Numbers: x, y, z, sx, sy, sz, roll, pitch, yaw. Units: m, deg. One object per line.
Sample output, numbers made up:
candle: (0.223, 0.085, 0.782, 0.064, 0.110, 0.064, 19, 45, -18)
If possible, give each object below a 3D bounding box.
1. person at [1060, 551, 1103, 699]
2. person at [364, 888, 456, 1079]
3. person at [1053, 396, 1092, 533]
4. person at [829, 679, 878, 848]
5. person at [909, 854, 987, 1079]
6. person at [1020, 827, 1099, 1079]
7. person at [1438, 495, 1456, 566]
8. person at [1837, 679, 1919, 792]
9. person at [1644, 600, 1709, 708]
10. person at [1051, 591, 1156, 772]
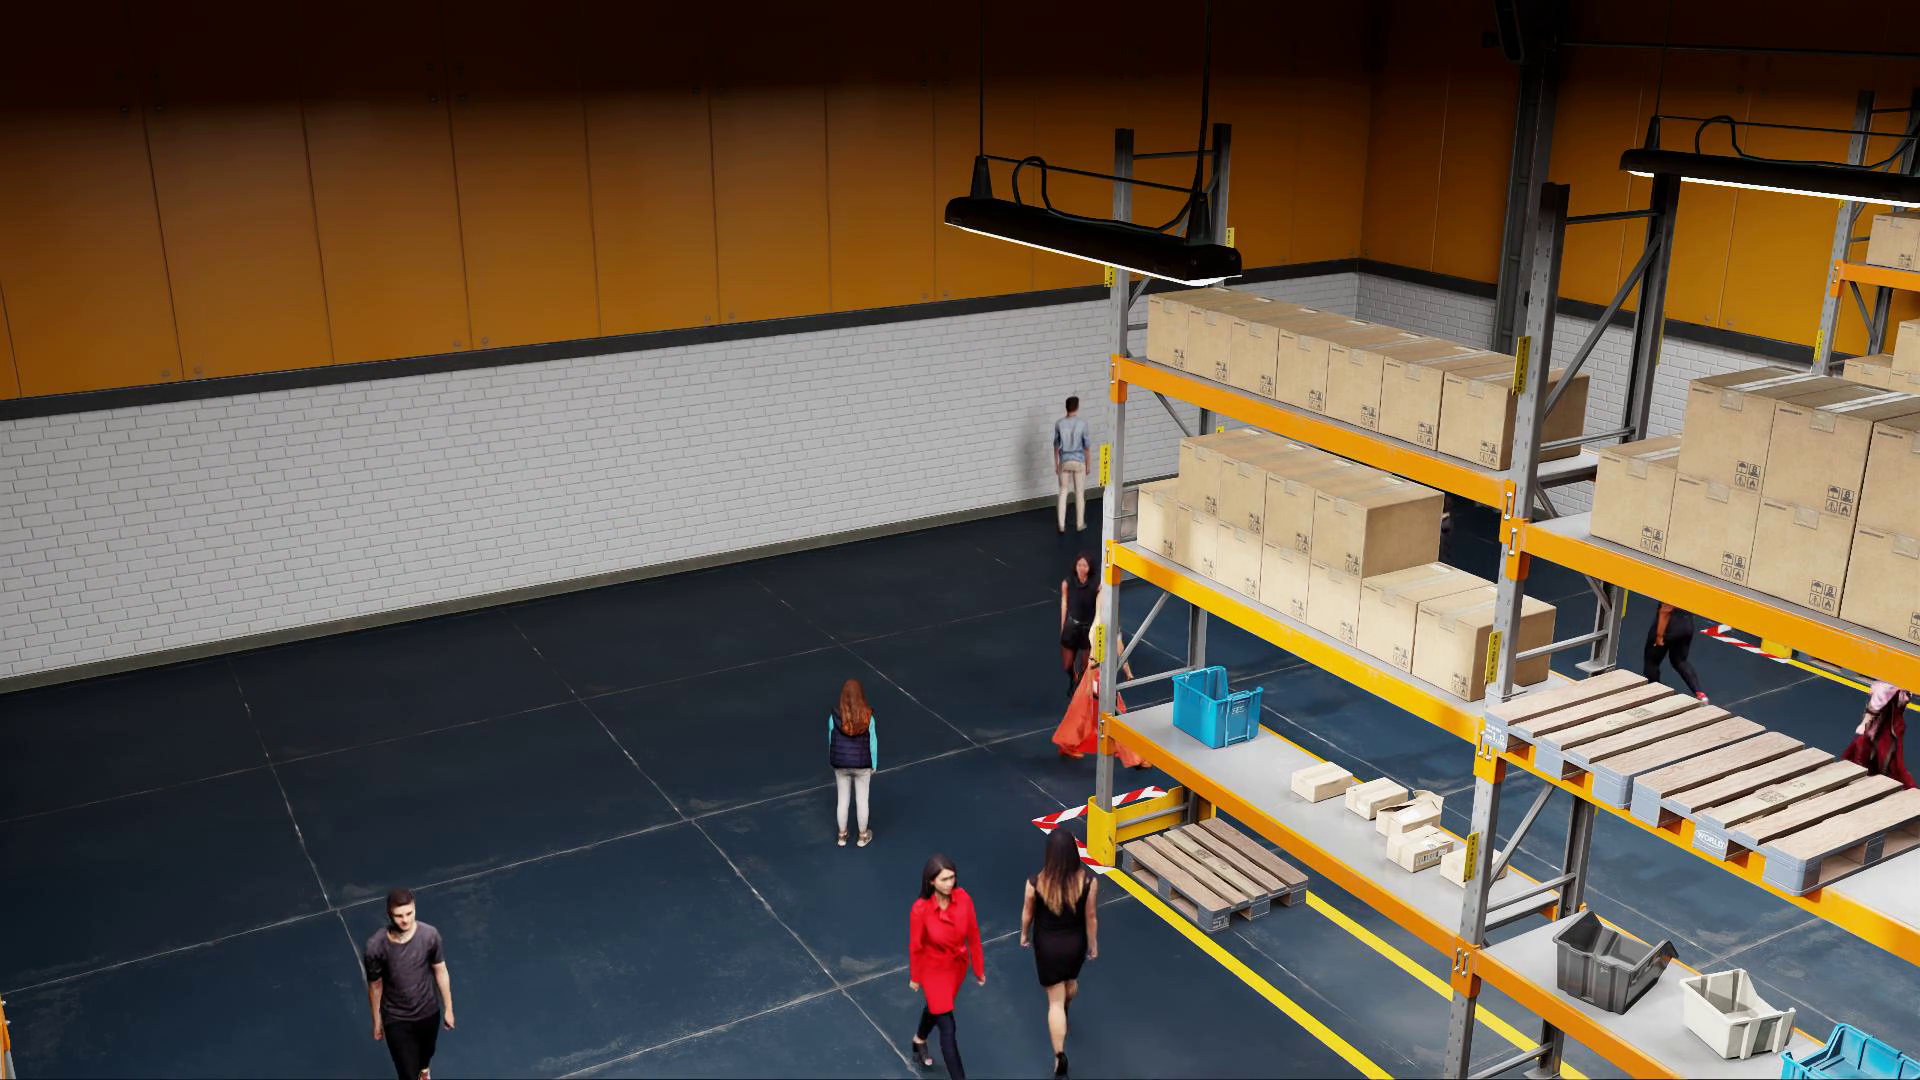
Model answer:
person: (1.232, 0.922, 16.594, 0.859, 1.726, 0.915, 5, 19, 15)
person: (-3.483, 2.959, 10.549, 0.659, 1.724, 1.154, -10, 21, -27)
person: (1.496, -1.026, 22.179, 0.780, 1.855, 0.842, 5, 19, 15)
person: (-0.912, 1.883, 14.099, 0.680, 1.498, 0.727, 2, 19, 5)
person: (-0.151, 2.836, 10.968, 0.634, 1.690, 1.107, -12, 22, -31)
person: (0.685, 2.794, 11.124, 0.930, 1.670, 1.154, -2, 19, -7)
person: (5.274, 0.359, 18.208, 0.908, 1.764, 0.784, 16, 24, 39)
person: (8.173, 1.684, 14.541, 1.139, 1.594, 0.813, 16, 25, 40)
person: (7.143, 0.916, 16.504, 0.709, 1.796, 1.053, -9, 21, -26)
person: (1.215, 1.310, 15.435, 1.347, 1.732, 1.159, 8, 20, 22)
